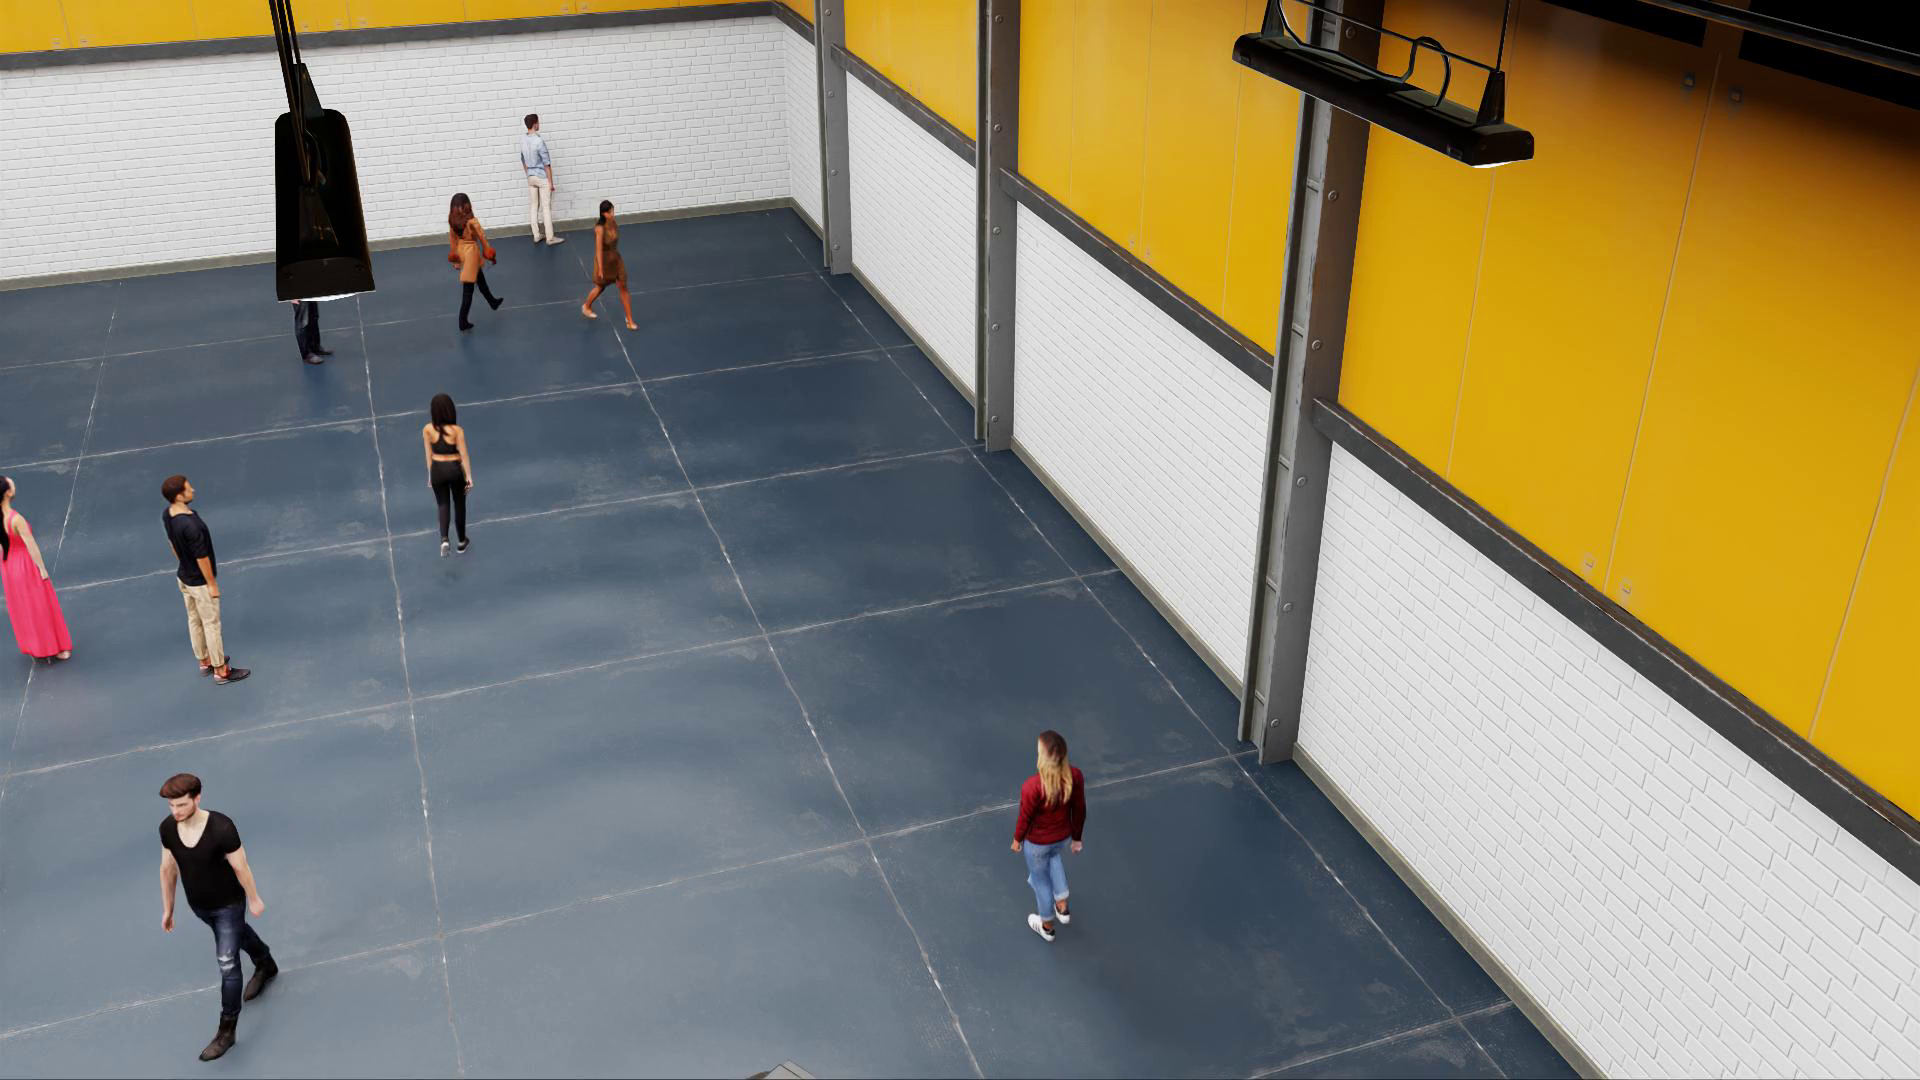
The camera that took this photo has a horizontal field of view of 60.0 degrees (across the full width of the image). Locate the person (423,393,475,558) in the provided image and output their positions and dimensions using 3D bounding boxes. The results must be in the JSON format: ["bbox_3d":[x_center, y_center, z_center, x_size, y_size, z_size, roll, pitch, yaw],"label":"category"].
[{"bbox_3d":[-4.777,-0.554,15.464,0.690,1.628,0.896,-3,29,-5],"label":"person"}]

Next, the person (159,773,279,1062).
[{"bbox_3d":[-4.524,2.155,10.262,1.076,1.855,1.236,8,30,14],"label":"person"}]

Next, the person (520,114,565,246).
[{"bbox_3d":[-5.991,-5.132,23.628,0.697,1.847,0.790,17,33,28],"label":"person"}]

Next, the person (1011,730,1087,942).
[{"bbox_3d":[0.613,1.970,10.844,0.666,1.622,0.675,-17,33,-29],"label":"person"}]

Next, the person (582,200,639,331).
[{"bbox_3d":[-4.440,-3.421,20.705,1.163,1.644,1.051,12,31,21],"label":"person"}]

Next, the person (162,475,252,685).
[{"bbox_3d":[-6.256,0.313,13.636,0.637,1.858,0.768,23,36,36],"label":"person"}]

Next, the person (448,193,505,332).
[{"bbox_3d":[-6.133,-3.423,20.679,1.190,1.672,1.232,14,31,23],"label":"person"}]

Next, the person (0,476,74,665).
[{"bbox_3d":[-7.828,0.254,13.882,0.715,1.725,0.761,10,30,18],"label":"person"}]
